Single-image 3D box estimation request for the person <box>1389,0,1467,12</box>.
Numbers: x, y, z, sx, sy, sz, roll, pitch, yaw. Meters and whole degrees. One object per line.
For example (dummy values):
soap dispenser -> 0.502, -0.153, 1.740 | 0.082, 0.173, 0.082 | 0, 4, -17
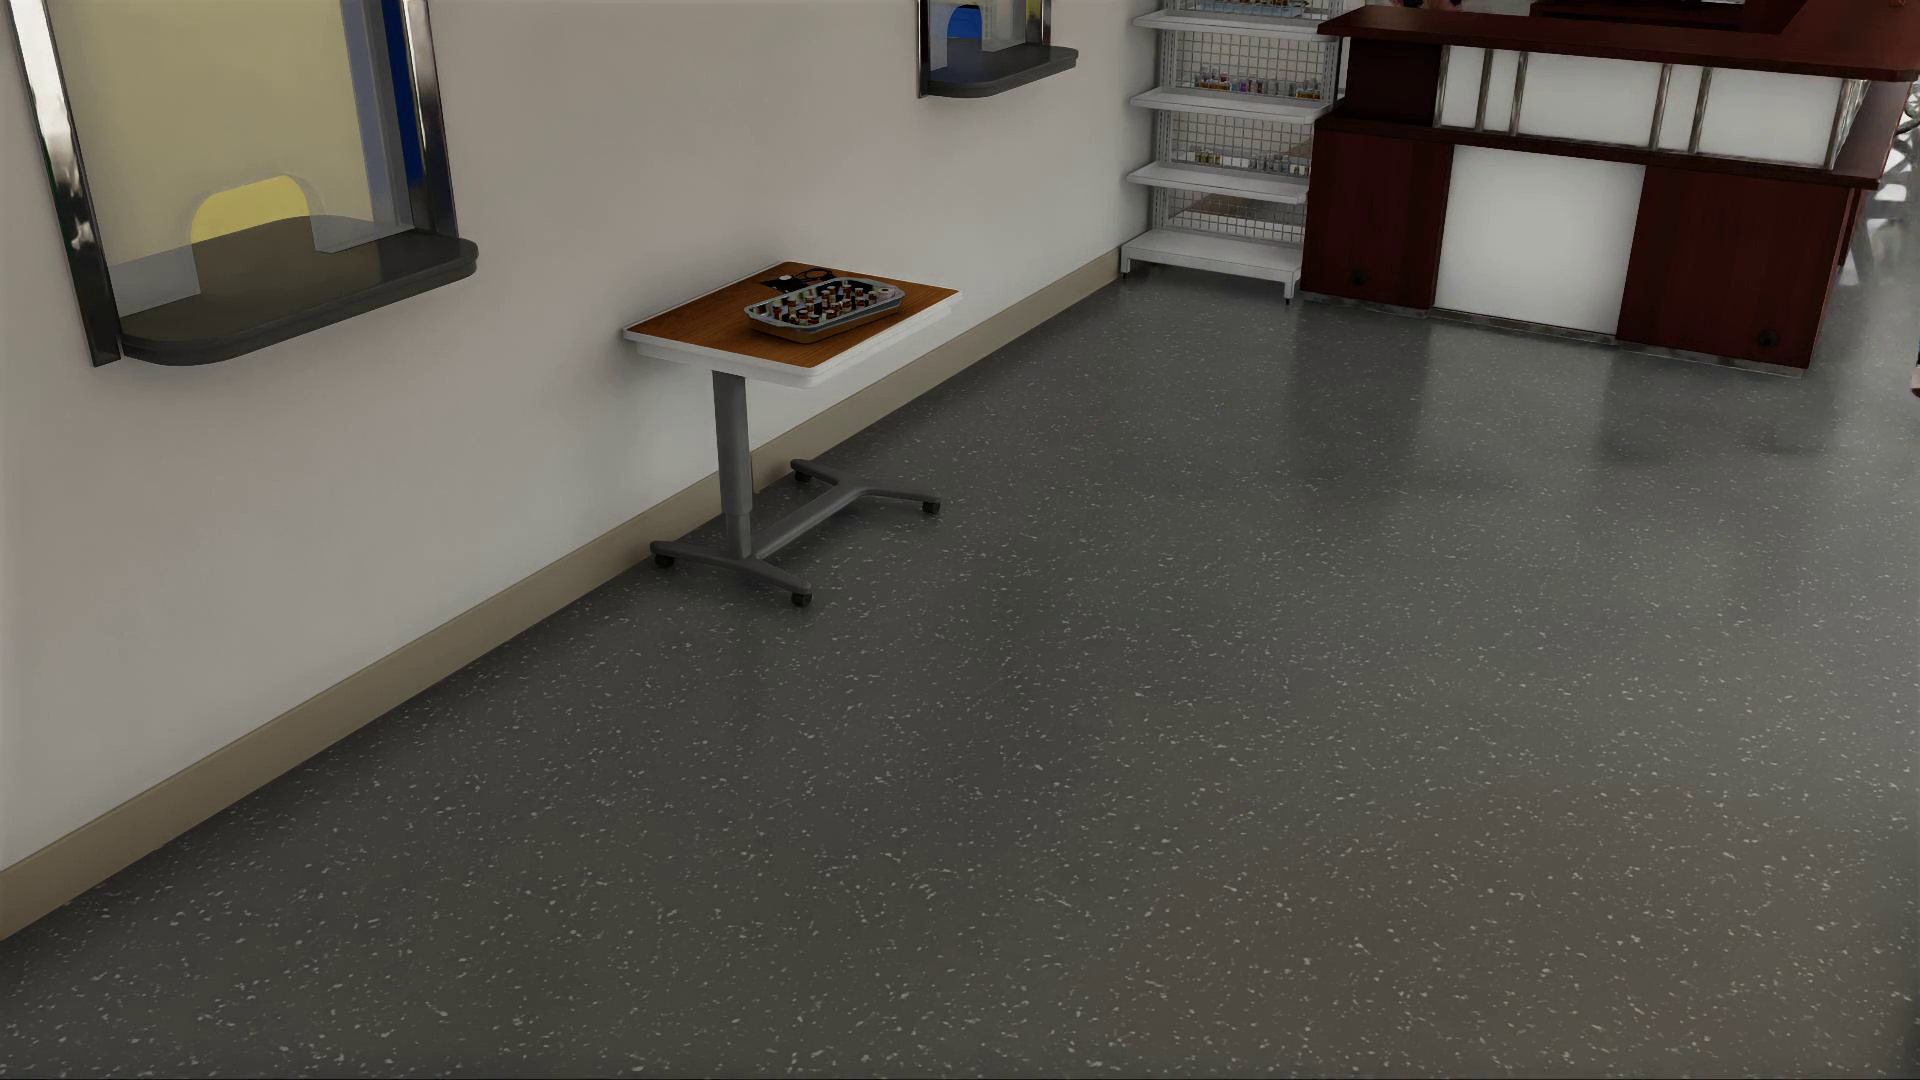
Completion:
person -> 3.124, -3.597, 11.005 | 0.996, 1.886, 1.038 | 0, 26, 0
